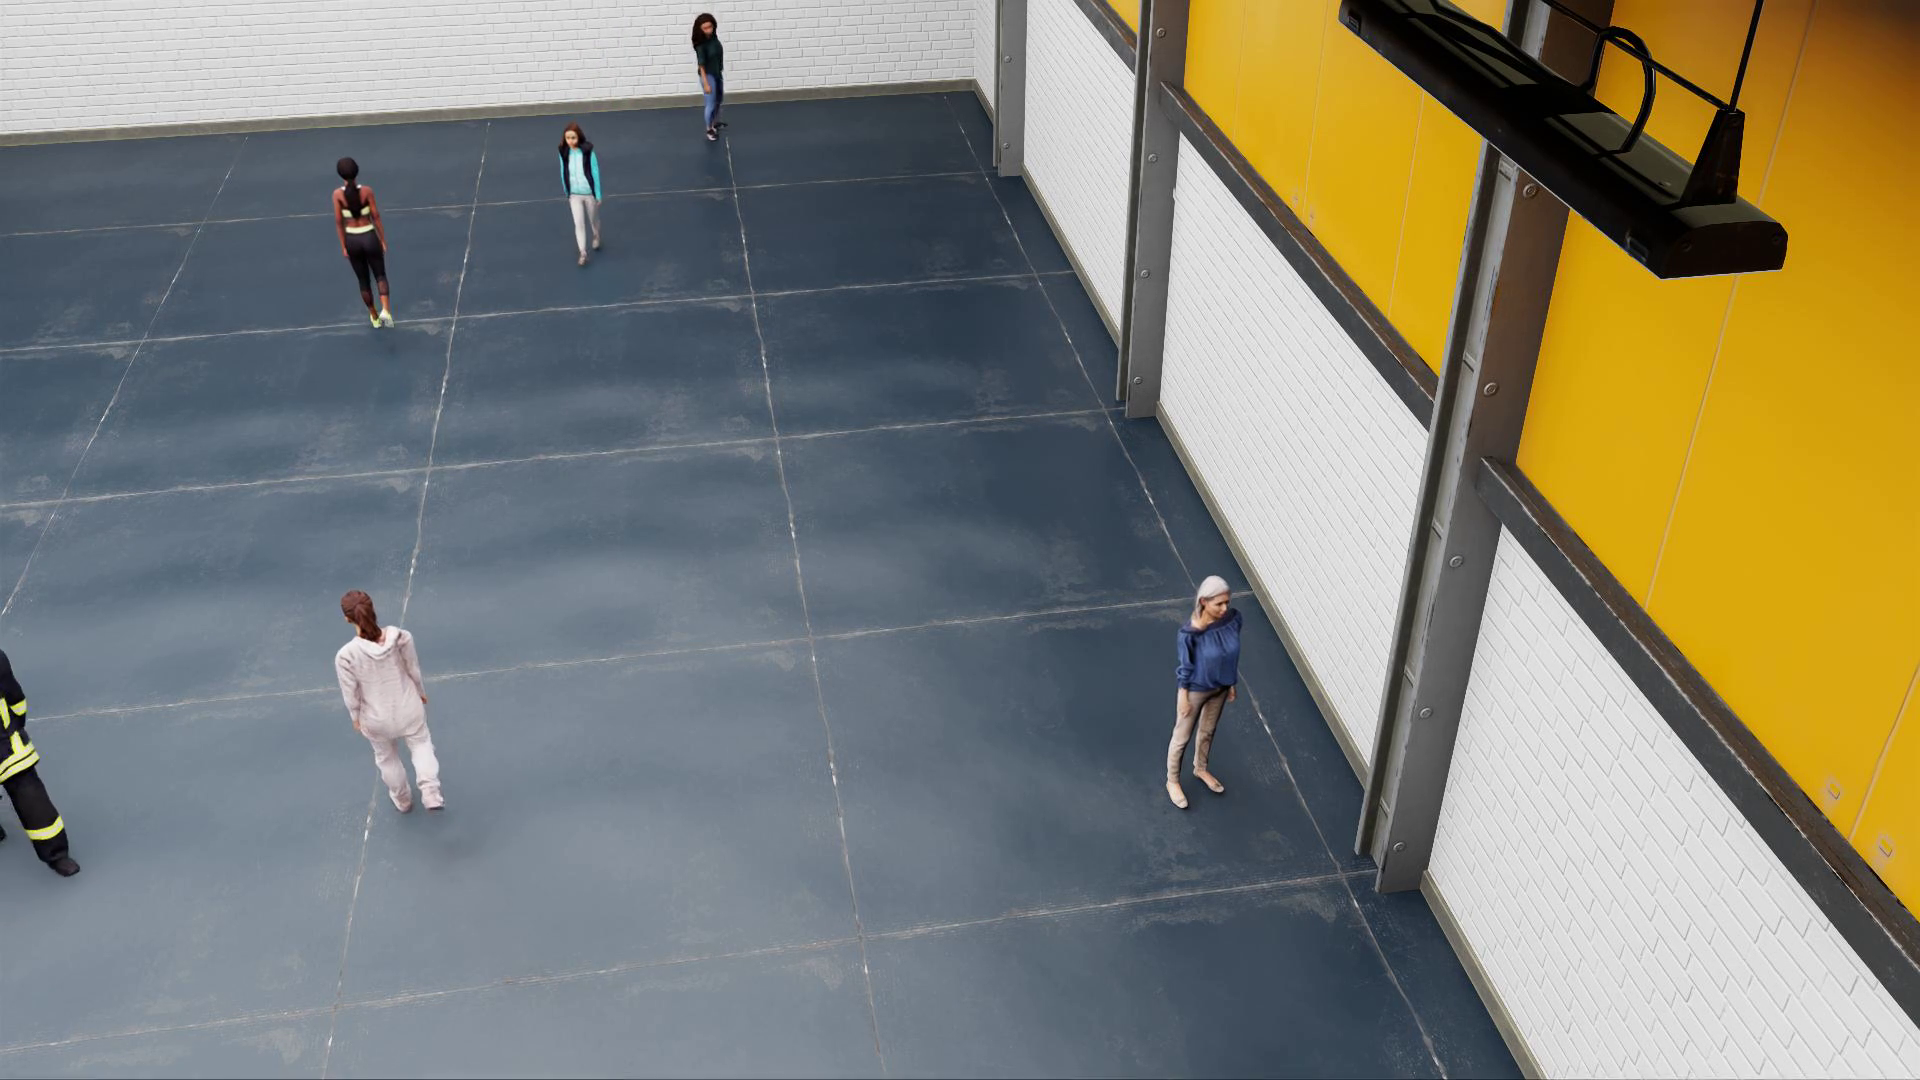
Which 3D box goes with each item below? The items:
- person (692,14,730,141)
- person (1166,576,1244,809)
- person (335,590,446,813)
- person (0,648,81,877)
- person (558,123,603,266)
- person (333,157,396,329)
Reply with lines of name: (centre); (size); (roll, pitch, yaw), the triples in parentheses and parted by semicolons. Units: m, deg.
person: (-3.117, -5.771, 20.684); (0.906, 1.582, 0.785); (6, 34, 9)
person: (1.540, 0.931, 10.496); (0.691, 1.698, 0.680); (-18, 38, -25)
person: (-3.508, 1.072, 10.302); (0.796, 1.677, 0.897); (-19, 38, -26)
person: (-5.896, 1.187, 9.940); (1.342, 1.887, 1.230); (26, 42, 33)
person: (-3.989, -3.730, 17.721); (0.683, 1.462, 1.013); (0, 34, 0)
person: (-5.766, -2.805, 16.079); (0.669, 1.739, 0.910); (-12, 35, -18)
